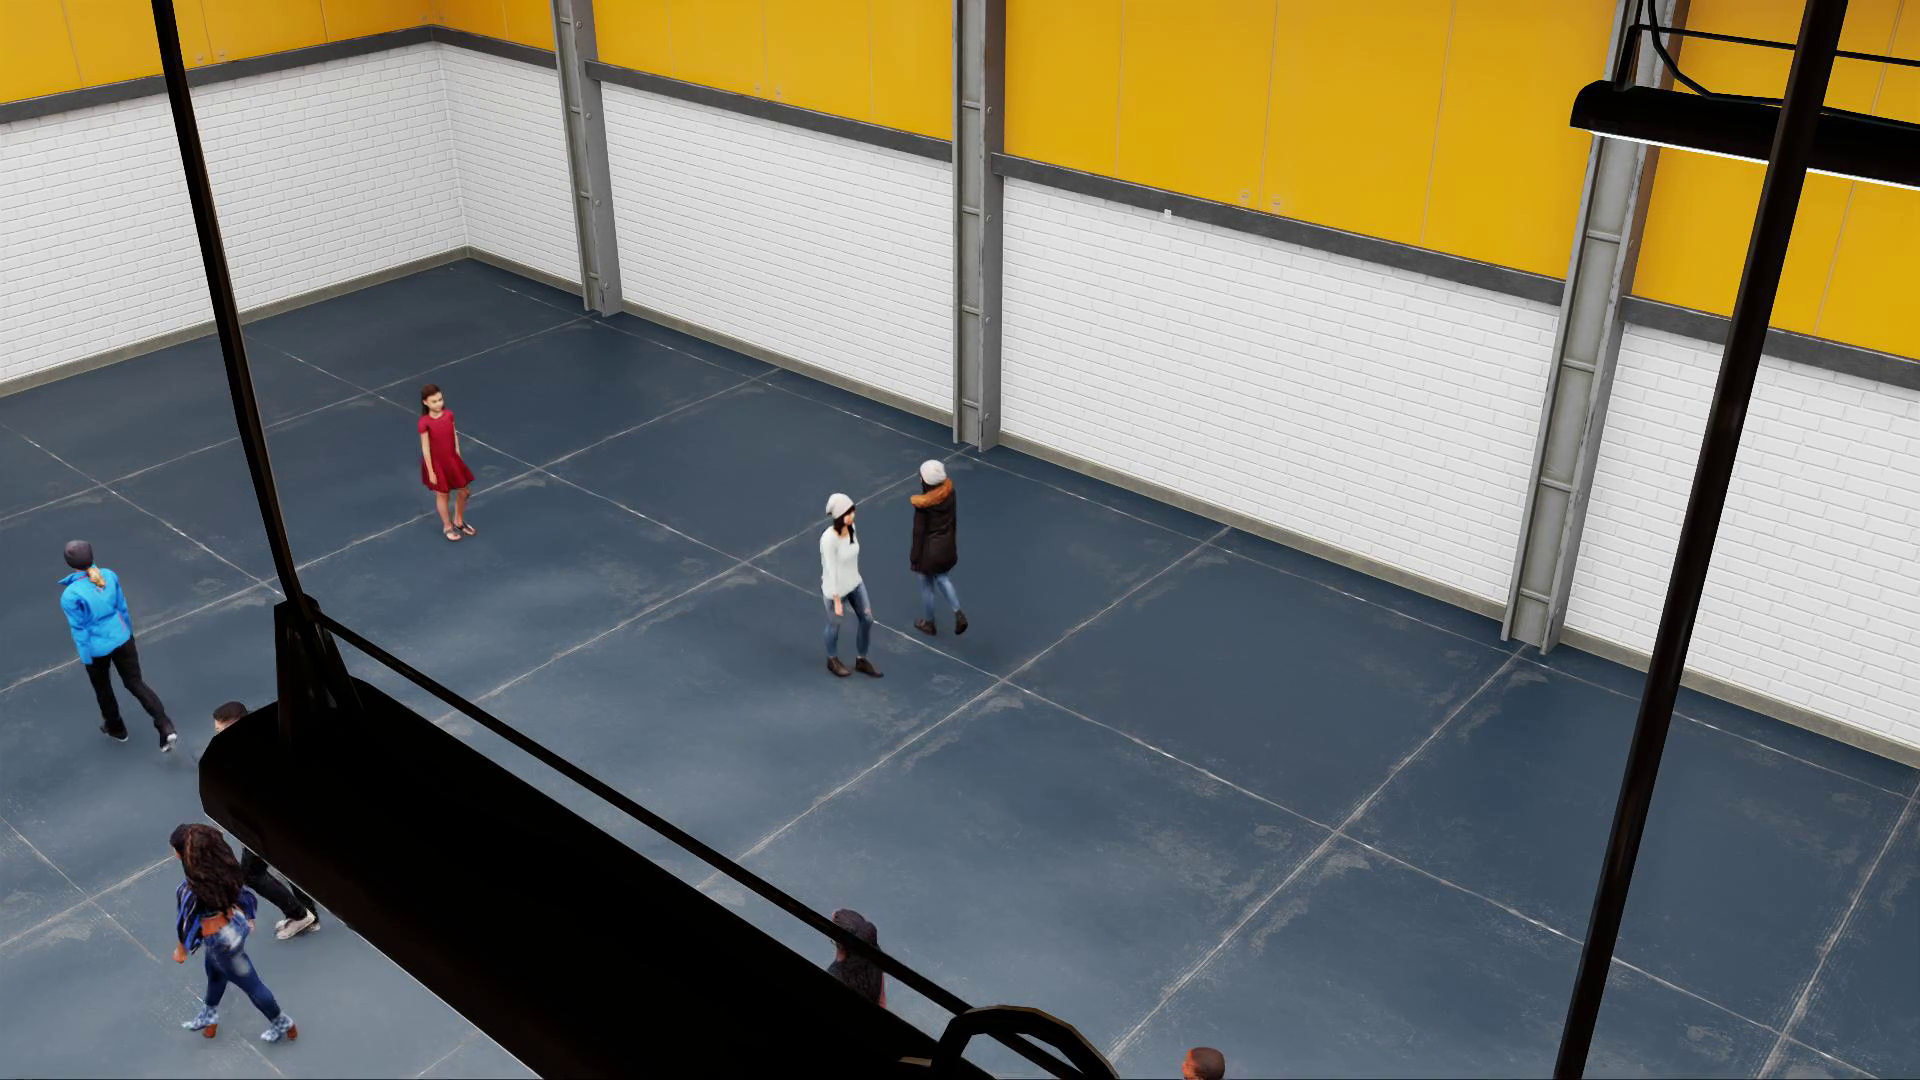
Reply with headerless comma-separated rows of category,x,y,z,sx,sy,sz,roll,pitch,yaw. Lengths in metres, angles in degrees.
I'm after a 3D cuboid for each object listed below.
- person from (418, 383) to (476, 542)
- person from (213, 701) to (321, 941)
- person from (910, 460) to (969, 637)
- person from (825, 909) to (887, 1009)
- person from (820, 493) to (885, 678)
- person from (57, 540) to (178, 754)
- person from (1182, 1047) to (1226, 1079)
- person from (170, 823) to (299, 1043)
person,-4.748,-0.730,15.153,0.623,1.539,0.555,23,36,36
person,-4.228,1.755,10.379,0.816,1.748,0.757,-2,29,-4
person,-0.157,0.099,13.541,0.690,1.627,0.831,-24,37,-37
person,-0.517,2.683,8.730,1.128,1.698,0.617,22,36,35
person,-0.992,0.358,13.063,0.729,1.631,0.610,20,34,32
person,-6.122,0.814,12.081,1.136,1.770,0.661,19,34,30
person,1.267,3.074,8.431,0.908,1.298,0.575,16,32,27
person,-4.140,2.300,9.542,1.011,1.592,0.917,1,29,1
